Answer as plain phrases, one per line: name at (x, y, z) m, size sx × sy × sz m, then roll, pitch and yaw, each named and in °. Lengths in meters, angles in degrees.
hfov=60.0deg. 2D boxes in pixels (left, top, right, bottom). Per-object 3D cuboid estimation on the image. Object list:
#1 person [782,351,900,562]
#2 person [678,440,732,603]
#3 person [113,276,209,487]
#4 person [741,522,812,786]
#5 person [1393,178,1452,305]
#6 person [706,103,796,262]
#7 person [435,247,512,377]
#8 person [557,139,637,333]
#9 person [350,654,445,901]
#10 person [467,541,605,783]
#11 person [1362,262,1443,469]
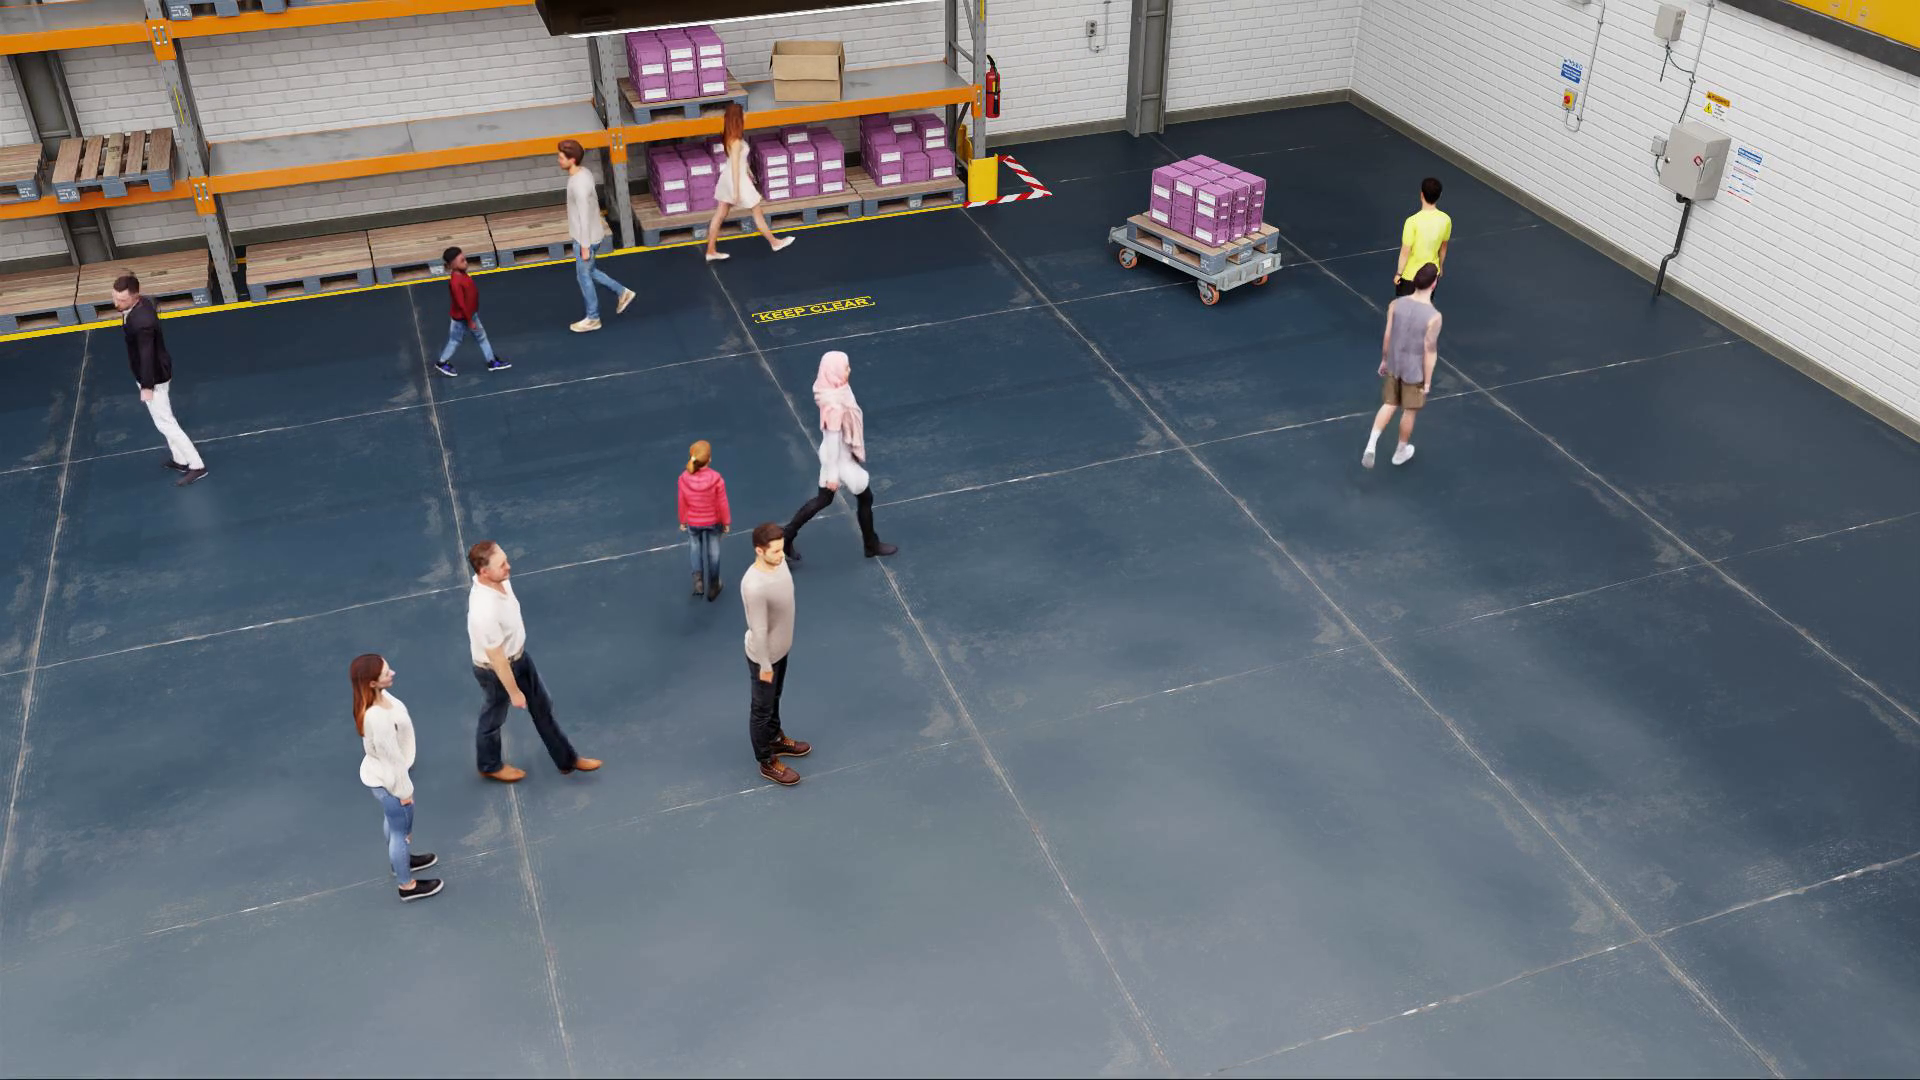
person at (-1.005, -0.554, 12.304) m, size 1.229 × 1.761 × 0.732 m, roll -8°, pitch 34°, yaw -11°
person at (-1.868, -0.095, 12.023) m, size 0.609 × 1.309 × 0.684 m, roll 2°, pitch 34°, yaw 3°
person at (-6.500, -1.332, 13.423) m, size 0.581 × 1.818 × 0.704 m, roll -2°, pitch 34°, yaw -4°
person at (-1.194, 0.675, 10.364) m, size 0.765 × 1.861 × 0.750 m, roll 7°, pitch 34°, yaw 10°
person at (4.226, -2.491, 15.267) m, size 0.488 × 1.708 × 0.704 m, roll -8°, pitch 34°, yaw -11°
person at (-2.380, -3.602, 16.992) m, size 1.180 × 1.649 × 0.601 m, roll -14°, pitch 36°, yaw -19°
person at (-4.547, -2.044, 15.012) m, size 0.955 × 1.244 × 0.736 m, roll 3°, pitch 34°, yaw 4°
person at (-3.432, -2.868, 15.674) m, size 0.929 × 1.884 × 0.745 m, roll -6°, pitch 34°, yaw -9°
person at (-3.264, 1.341, 9.516) m, size 0.588 × 1.692 × 0.634 m, roll -16°, pitch 37°, yaw -22°
person at (-2.920, 0.785, 10.233) m, size 1.157 × 1.824 × 0.944 m, roll 3°, pitch 34°, yaw 4°
person at (3.568, -1.360, 13.398) m, size 0.907 × 1.836 × 1.074 m, roll 26°, pitch 42°, yaw 34°
